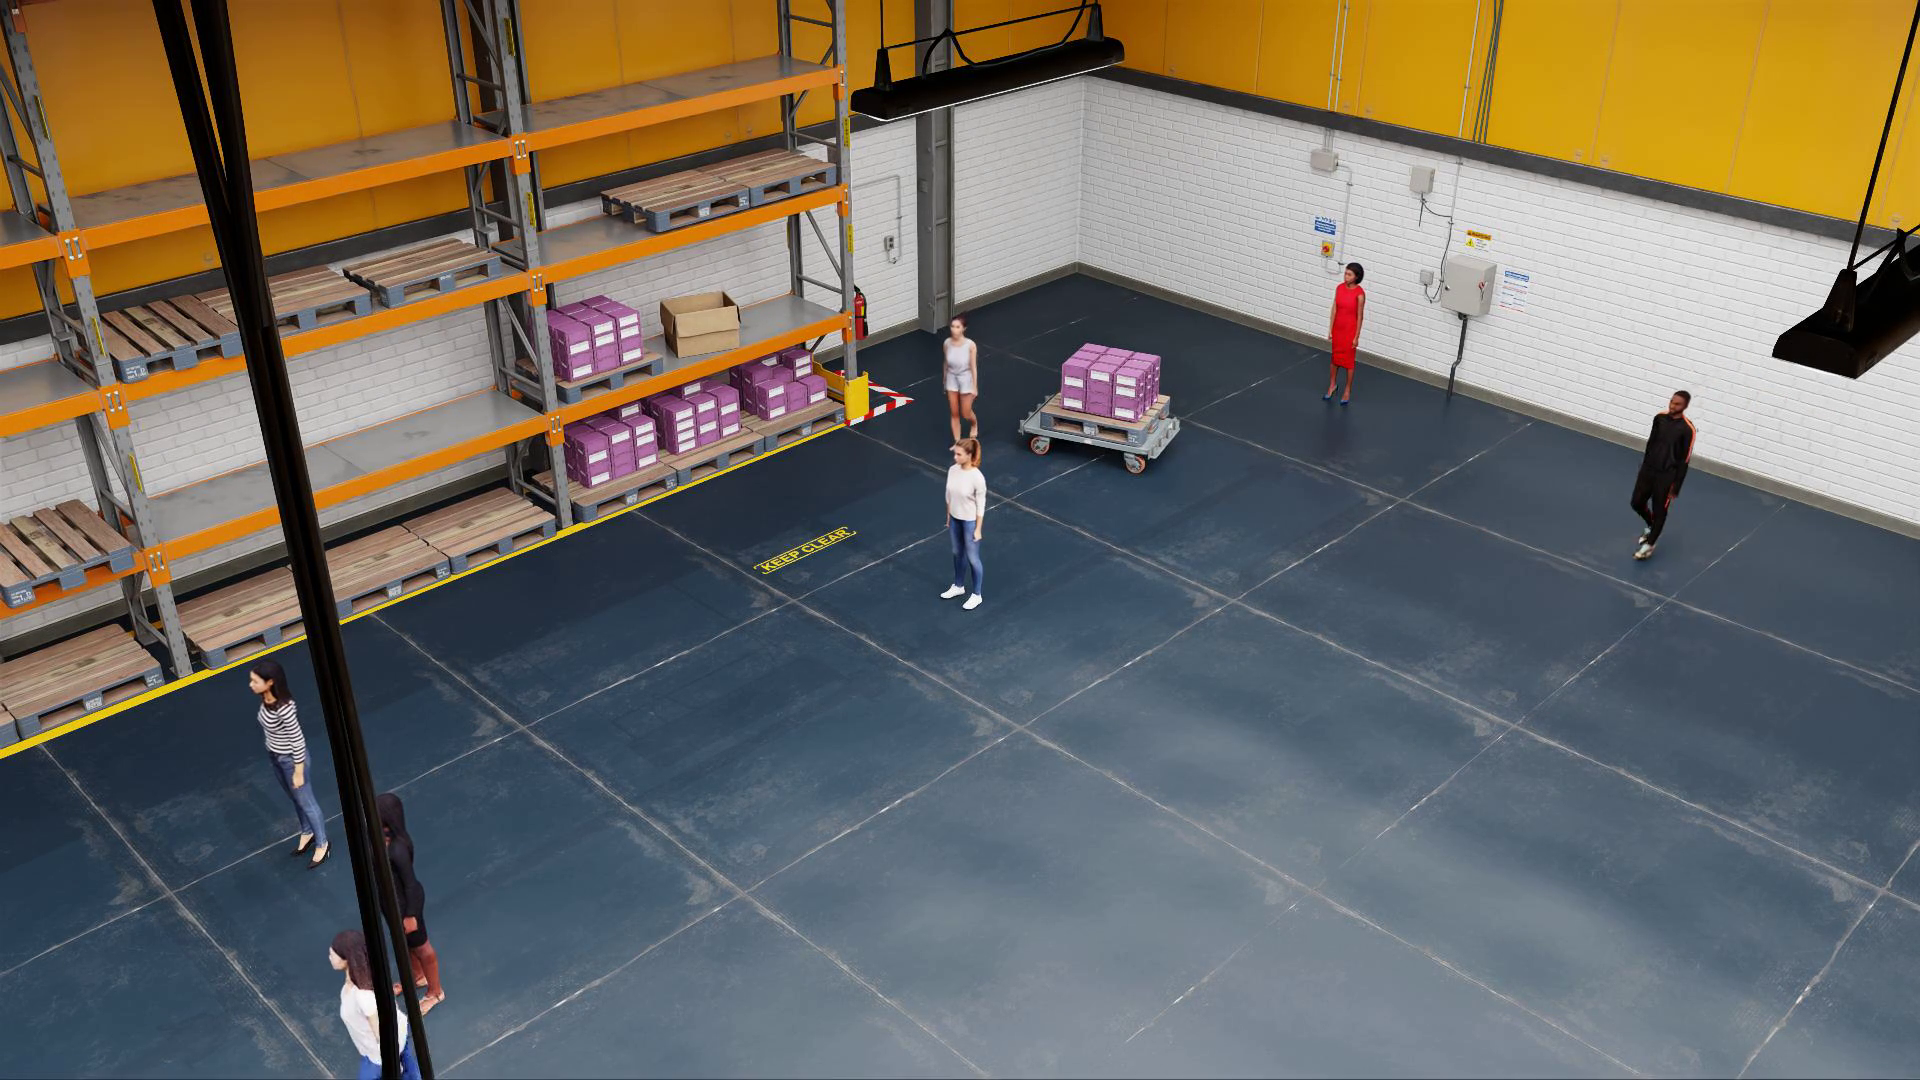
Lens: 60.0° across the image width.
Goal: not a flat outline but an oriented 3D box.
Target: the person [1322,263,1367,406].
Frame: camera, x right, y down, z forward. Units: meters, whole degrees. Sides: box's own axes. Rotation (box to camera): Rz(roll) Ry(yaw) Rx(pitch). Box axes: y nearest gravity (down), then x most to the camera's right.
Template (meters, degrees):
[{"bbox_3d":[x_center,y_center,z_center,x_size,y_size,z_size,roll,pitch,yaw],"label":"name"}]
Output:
[{"bbox_3d":[4.598,-2.465,19.794,0.498,1.743,0.560,-24,37,-37],"label":"person"}]

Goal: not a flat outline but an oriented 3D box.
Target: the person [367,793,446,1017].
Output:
[{"bbox_3d":[-3.681,2.377,10.941,0.502,1.720,0.608,-24,37,-37],"label":"person"}]

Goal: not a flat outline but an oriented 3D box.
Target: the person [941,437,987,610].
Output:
[{"bbox_3d":[0.055,-0.171,15.613,0.509,1.719,0.604,-24,37,-37],"label":"person"}]

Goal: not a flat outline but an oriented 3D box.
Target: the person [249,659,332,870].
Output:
[{"bbox_3d":[-4.922,1.634,12.224,0.495,1.795,0.575,-24,37,-37],"label":"person"}]

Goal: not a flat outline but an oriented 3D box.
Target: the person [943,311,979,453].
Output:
[{"bbox_3d":[0.040,-1.794,18.712,0.691,1.600,0.787,14,31,23],"label":"person"}]

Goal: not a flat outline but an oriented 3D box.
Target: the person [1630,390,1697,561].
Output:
[{"bbox_3d":[6.993,-0.671,16.442,0.759,1.803,0.721,-18,33,-29],"label":"person"}]

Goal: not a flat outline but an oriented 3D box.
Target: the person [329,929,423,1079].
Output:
[{"bbox_3d":[-3.329,2.995,9.877,0.896,1.654,0.802,-9,30,-15],"label":"person"}]
